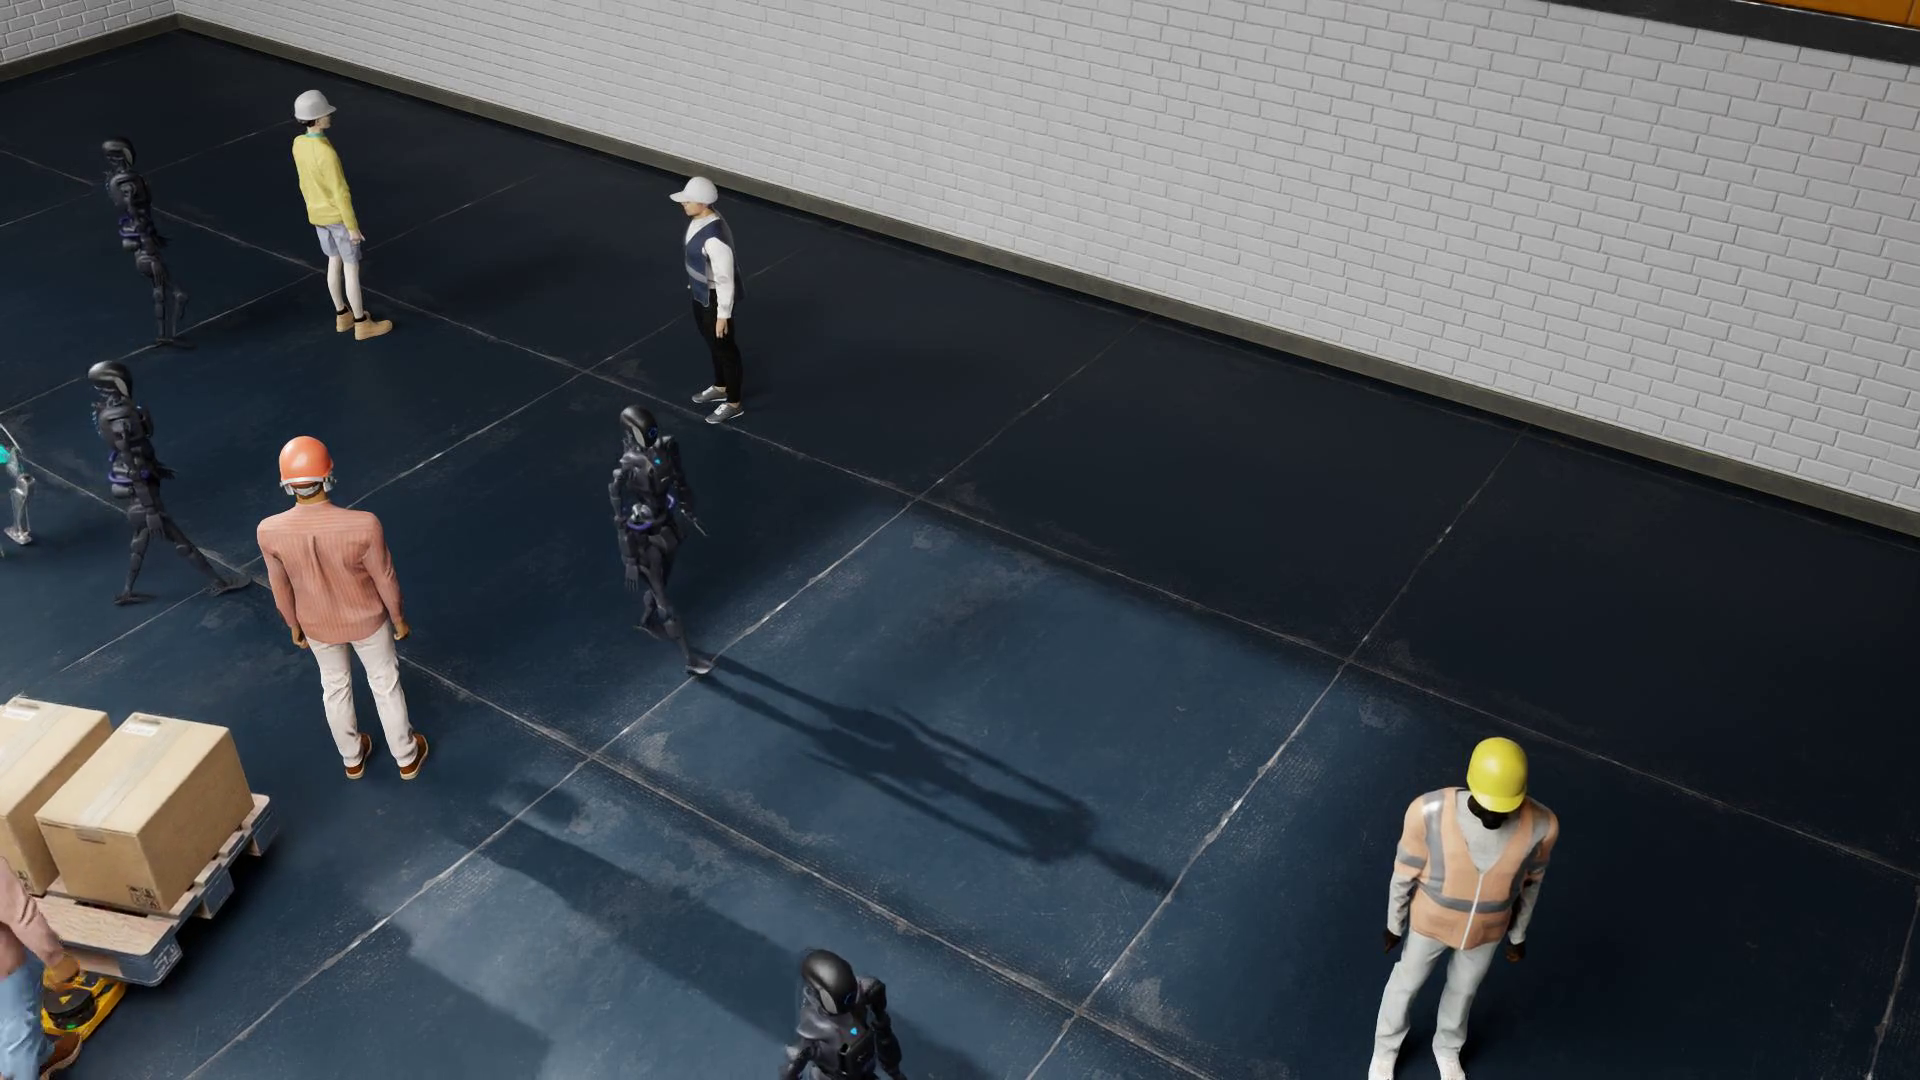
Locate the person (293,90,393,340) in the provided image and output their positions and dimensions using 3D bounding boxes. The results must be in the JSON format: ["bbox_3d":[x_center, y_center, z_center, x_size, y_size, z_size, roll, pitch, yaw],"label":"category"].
[{"bbox_3d":[-4.612,-2.378,12.251,0.487,1.888,0.382,24,42,30],"label":"person"}]

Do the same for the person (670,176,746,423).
[{"bbox_3d":[-1.678,-1.639,11.306,0.432,1.759,0.762,-13,37,-18],"label":"person"}]

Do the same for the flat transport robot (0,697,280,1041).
[{"bbox_3d":[-3.980,1.691,7.847,0.659,0.231,1.431,7,36,11],"label":"flat transport robot"}]

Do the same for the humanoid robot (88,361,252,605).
[{"bbox_3d":[-4.663,-0.328,9.550,0.789,1.626,0.602,-12,37,-16],"label":"humanoid robot"}]

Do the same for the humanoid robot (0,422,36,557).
[{"bbox_3d":[-5.935,-0.616,9.951,0.772,1.858,0.537,19,39,25],"label":"humanoid robot"}]

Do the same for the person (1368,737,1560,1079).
[{"bbox_3d":[1.997,1.524,6.641,0.588,1.926,0.385,3,35,4],"label":"person"}]

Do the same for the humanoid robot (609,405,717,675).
[{"bbox_3d":[-1.604,-0.024,9.099,0.762,1.632,0.602,20,40,26],"label":"humanoid robot"}]

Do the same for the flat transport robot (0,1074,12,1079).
[{"bbox_3d":[-4.184,2.748,6.337,1.431,0.231,0.659,-10,36,-14],"label":"flat transport robot"}]

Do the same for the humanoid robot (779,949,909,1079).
[{"bbox_3d":[-0.471,2.043,6.133,0.614,1.642,0.604,25,42,31],"label":"humanoid robot"}]

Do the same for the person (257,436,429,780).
[{"bbox_3d":[-3.044,0.372,8.240,0.610,1.986,0.401,-1,35,-2],"label":"person"}]

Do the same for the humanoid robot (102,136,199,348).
[{"bbox_3d":[-5.919,-2.155,12.121,0.401,1.647,0.586,-14,37,-20],"label":"humanoid robot"}]

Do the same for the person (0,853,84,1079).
[{"bbox_3d":[-3.782,1.565,6.537,0.634,1.970,0.622,15,38,21],"label":"person"}]
